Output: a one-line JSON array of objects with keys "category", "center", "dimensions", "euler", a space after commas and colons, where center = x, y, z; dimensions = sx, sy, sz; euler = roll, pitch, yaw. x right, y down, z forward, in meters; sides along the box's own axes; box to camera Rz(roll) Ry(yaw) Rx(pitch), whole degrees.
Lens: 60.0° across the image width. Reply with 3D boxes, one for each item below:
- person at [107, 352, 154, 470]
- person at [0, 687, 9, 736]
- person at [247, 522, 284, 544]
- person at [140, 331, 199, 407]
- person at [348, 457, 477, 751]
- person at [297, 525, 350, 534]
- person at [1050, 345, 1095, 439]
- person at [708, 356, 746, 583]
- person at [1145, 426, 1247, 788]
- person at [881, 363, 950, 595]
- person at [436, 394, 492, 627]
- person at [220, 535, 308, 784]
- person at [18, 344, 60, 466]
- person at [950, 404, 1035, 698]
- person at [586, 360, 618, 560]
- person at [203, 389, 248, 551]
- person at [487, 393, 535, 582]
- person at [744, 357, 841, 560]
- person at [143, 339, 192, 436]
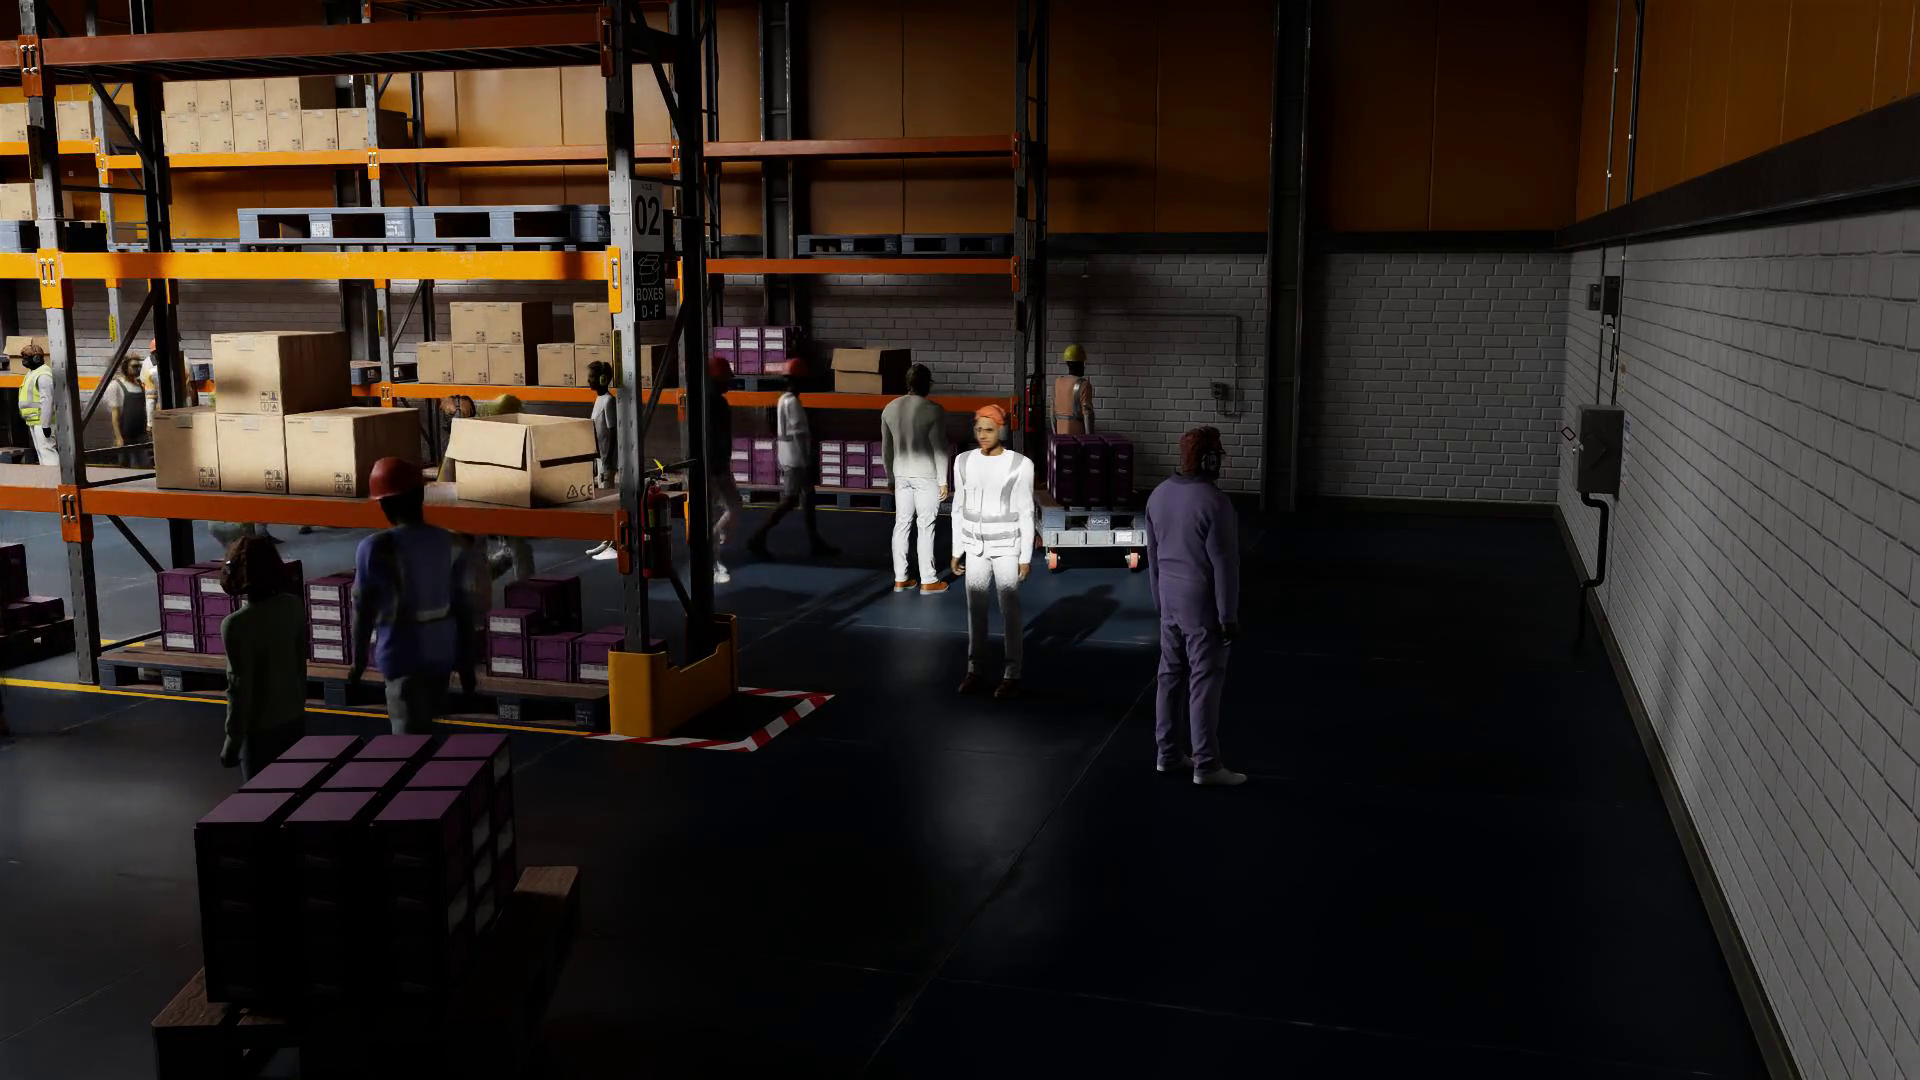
[{"category": "person", "center": [-9.188, -1.162, 18.333], "dimensions": [0.773, 1.823, 0.519], "euler": [3, 10, 20]}, {"category": "person", "center": [-5.981, 0.342, 9.626], "dimensions": [0.874, 1.649, 0.550], "euler": [1, 9, 5]}, {"category": "person", "center": [-6.948, -0.836, 16.530], "dimensions": [0.522, 1.758, 0.350], "euler": [9, 13, 42]}, {"category": "person", "center": [-9.625, -1.619, 20.429], "dimensions": [0.674, 2.000, 0.536], "euler": [2, 10, 13]}, {"category": "person", "center": [-2.530, 0.547, 7.784], "dimensions": [0.985, 1.880, 0.532], "euler": [8, 12, 39]}, {"category": "person", "center": [-6.666, -0.964, 17.202], "dimensions": [0.684, 1.806, 0.455], "euler": [-8, 12, -40]}, {"category": "person", "center": [1.204, -1.093, 17.562], "dimensions": [0.364, 1.930, 0.588], "euler": [-8, 12, -41]}, {"category": "person", "center": [-2.121, -0.602, 14.415], "dimensions": [0.437, 1.977, 0.645], "euler": [3, 10, 18]}, {"category": "person", "center": [1.270, 0.350, 8.835], "dimensions": [0.408, 1.909, 0.638], "euler": [-6, 11, -32]}, {"category": "person", "center": [-0.364, -0.511, 13.987], "dimensions": [0.635, 1.937, 0.352], "euler": [6, 11, 32]}, {"category": "person", "center": [-3.557, -0.130, 11.996], "dimensions": [0.429, 1.837, 0.628], "euler": [-3, 10, -16]}, {"category": "person", "center": [-2.921, 0.787, 7.007], "dimensions": [0.281, 1.634, 0.498], "euler": [2, 10, 12]}, {"category": "person", "center": [-10.897, -1.396, 19.716], "dimensions": [0.429, 1.837, 0.624], "euler": [-8, 12, -39]}, {"category": "person", "center": [0.208, 0.070, 10.642], "dimensions": [0.579, 1.878, 0.345], "euler": [5, 11, 29]}, {"category": "person", "center": [-3.362, -0.753, 15.665], "dimensions": [0.328, 1.876, 0.513], "euler": [-4, 10, -21]}, {"category": "person", "center": [-6.185, -0.421, 14.043], "dimensions": [0.353, 1.730, 0.505], "euler": [-5, 11, -28]}, {"category": "person", "center": [-3.525, -0.244, 12.797], "dimensions": [0.792, 1.800, 0.596], "euler": [2, 9, 11]}, {"category": "person", "center": [-1.585, -0.760, 15.601], "dimensions": [0.875, 1.911, 0.563], "euler": [-1, 9, -7]}, {"category": "person", "center": [-9.318, -1.423, 19.578], "dimensions": [0.366, 1.930, 0.542], "euler": [8, 12, 39]}]
